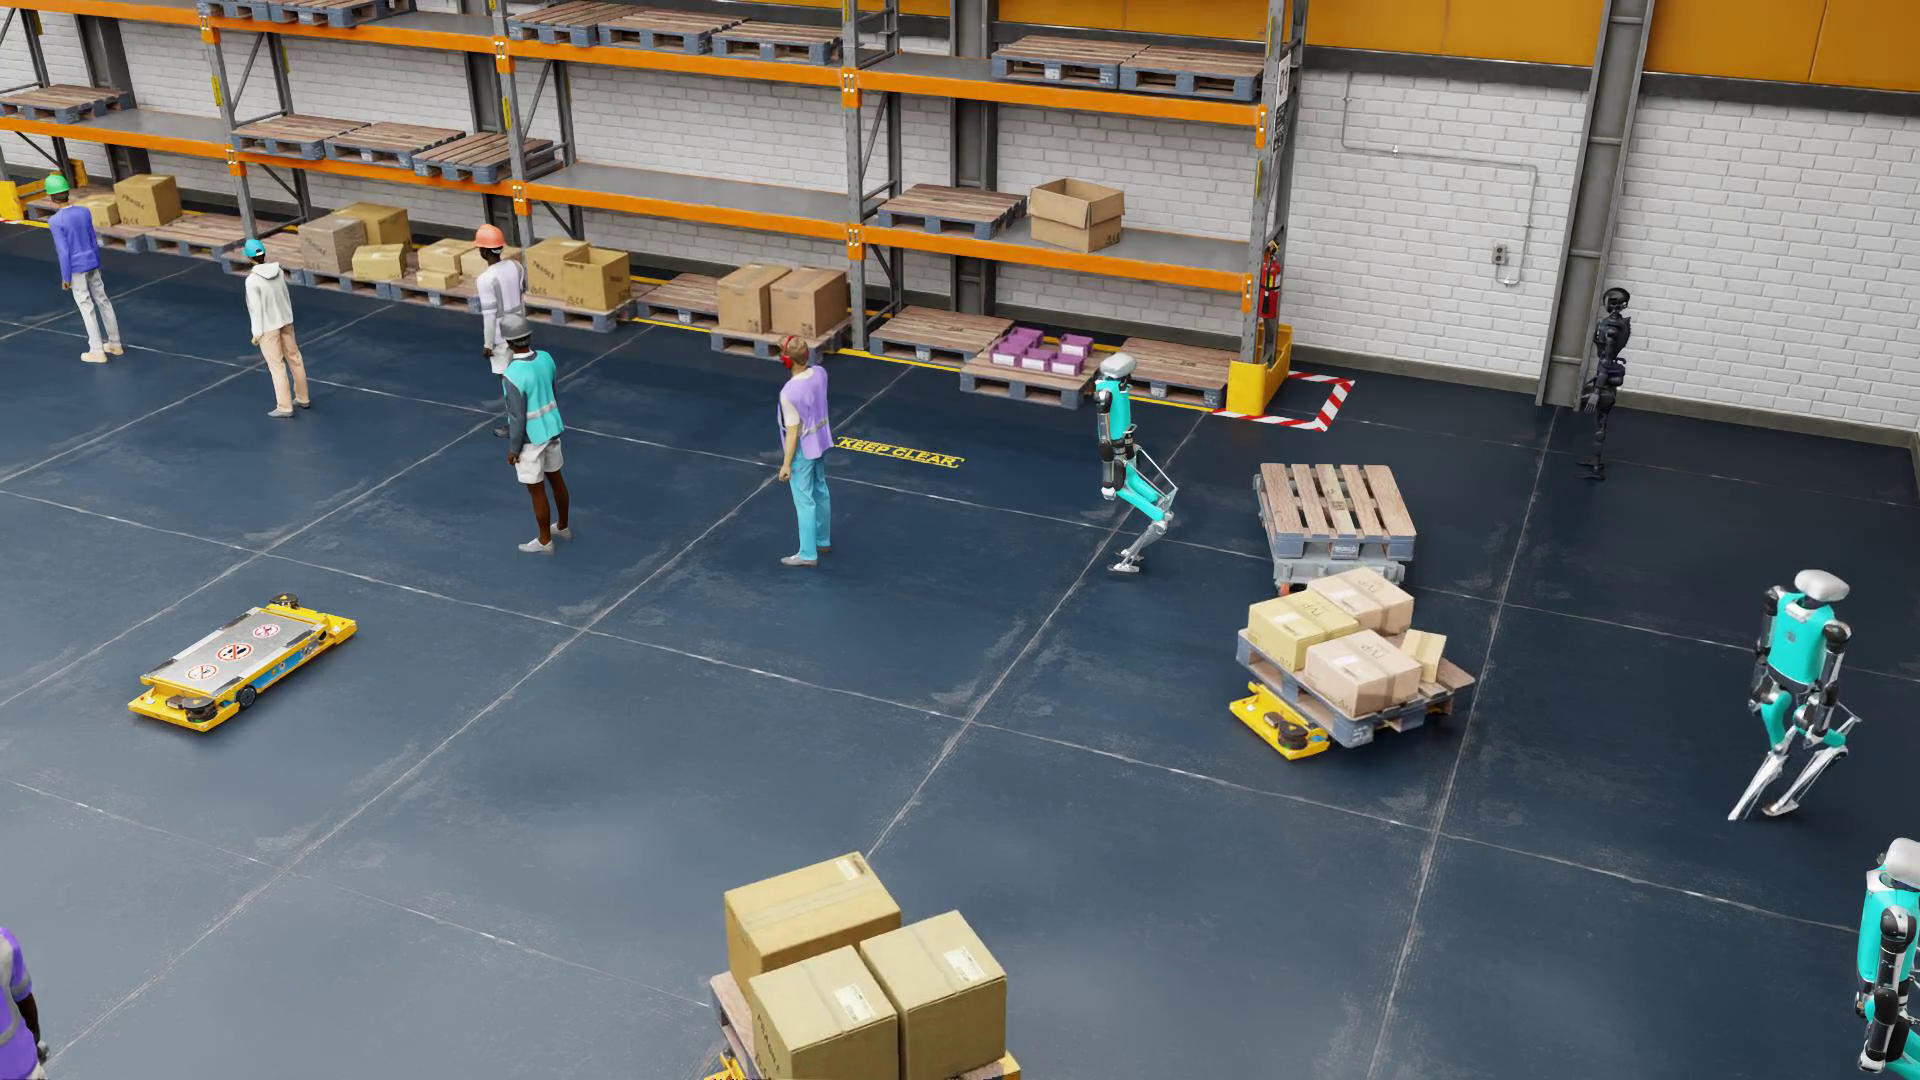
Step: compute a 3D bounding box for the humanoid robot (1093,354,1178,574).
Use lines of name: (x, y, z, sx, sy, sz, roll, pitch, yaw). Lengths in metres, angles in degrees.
humanoid robot: (1.333, -0.529, 12.214, 0.735, 1.673, 0.533, 11, 29, 20)

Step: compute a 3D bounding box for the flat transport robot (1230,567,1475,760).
flat transport robot: (2.552, 1.038, 10.919, 1.431, 0.231, 0.659, -13, 30, -24)

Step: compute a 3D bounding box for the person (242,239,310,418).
person: (-6.254, -1.926, 15.135, 0.384, 1.671, 0.462, 12, 29, 21)

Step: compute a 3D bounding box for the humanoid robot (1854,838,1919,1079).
humanoid robot: (4.162, 2.065, 7.179, 0.735, 1.677, 0.533, 11, 29, 20)

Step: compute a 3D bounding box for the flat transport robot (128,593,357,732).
flat transport robot: (-4.874, 0.816, 11.349, 0.659, 0.231, 1.431, 11, 29, 20)

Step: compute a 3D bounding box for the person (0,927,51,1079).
person: (-4.020, 2.200, 6.823, 0.371, 1.959, 0.600, 12, 29, 21)

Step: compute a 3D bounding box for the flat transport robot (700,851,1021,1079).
flat transport robot: (-0.490, 2.559, 7.971, 1.431, 0.231, 0.659, -13, 30, -24)

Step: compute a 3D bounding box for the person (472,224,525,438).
person: (-4.030, -1.835, 14.669, 0.362, 1.939, 0.542, 12, 29, 21)

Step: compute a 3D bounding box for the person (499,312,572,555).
person: (-3.231, -0.805, 12.678, 0.430, 1.935, 0.551, 12, 29, 21)

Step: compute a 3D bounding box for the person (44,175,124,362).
person: (-8.653, -2.666, 16.361, 0.358, 1.868, 0.459, 12, 29, 21)

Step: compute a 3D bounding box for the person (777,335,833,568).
person: (-1.160, -0.658, 12.496, 0.389, 1.838, 0.563, 12, 29, 21)

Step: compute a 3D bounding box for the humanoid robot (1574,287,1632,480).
humanoid robot: (5.391, -1.316, 13.936, 0.315, 1.653, 0.599, 11, 29, 20)

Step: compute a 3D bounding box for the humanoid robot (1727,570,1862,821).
humanoid robot: (4.890, 0.934, 9.543, 0.763, 1.801, 0.541, -12, 30, -22)
